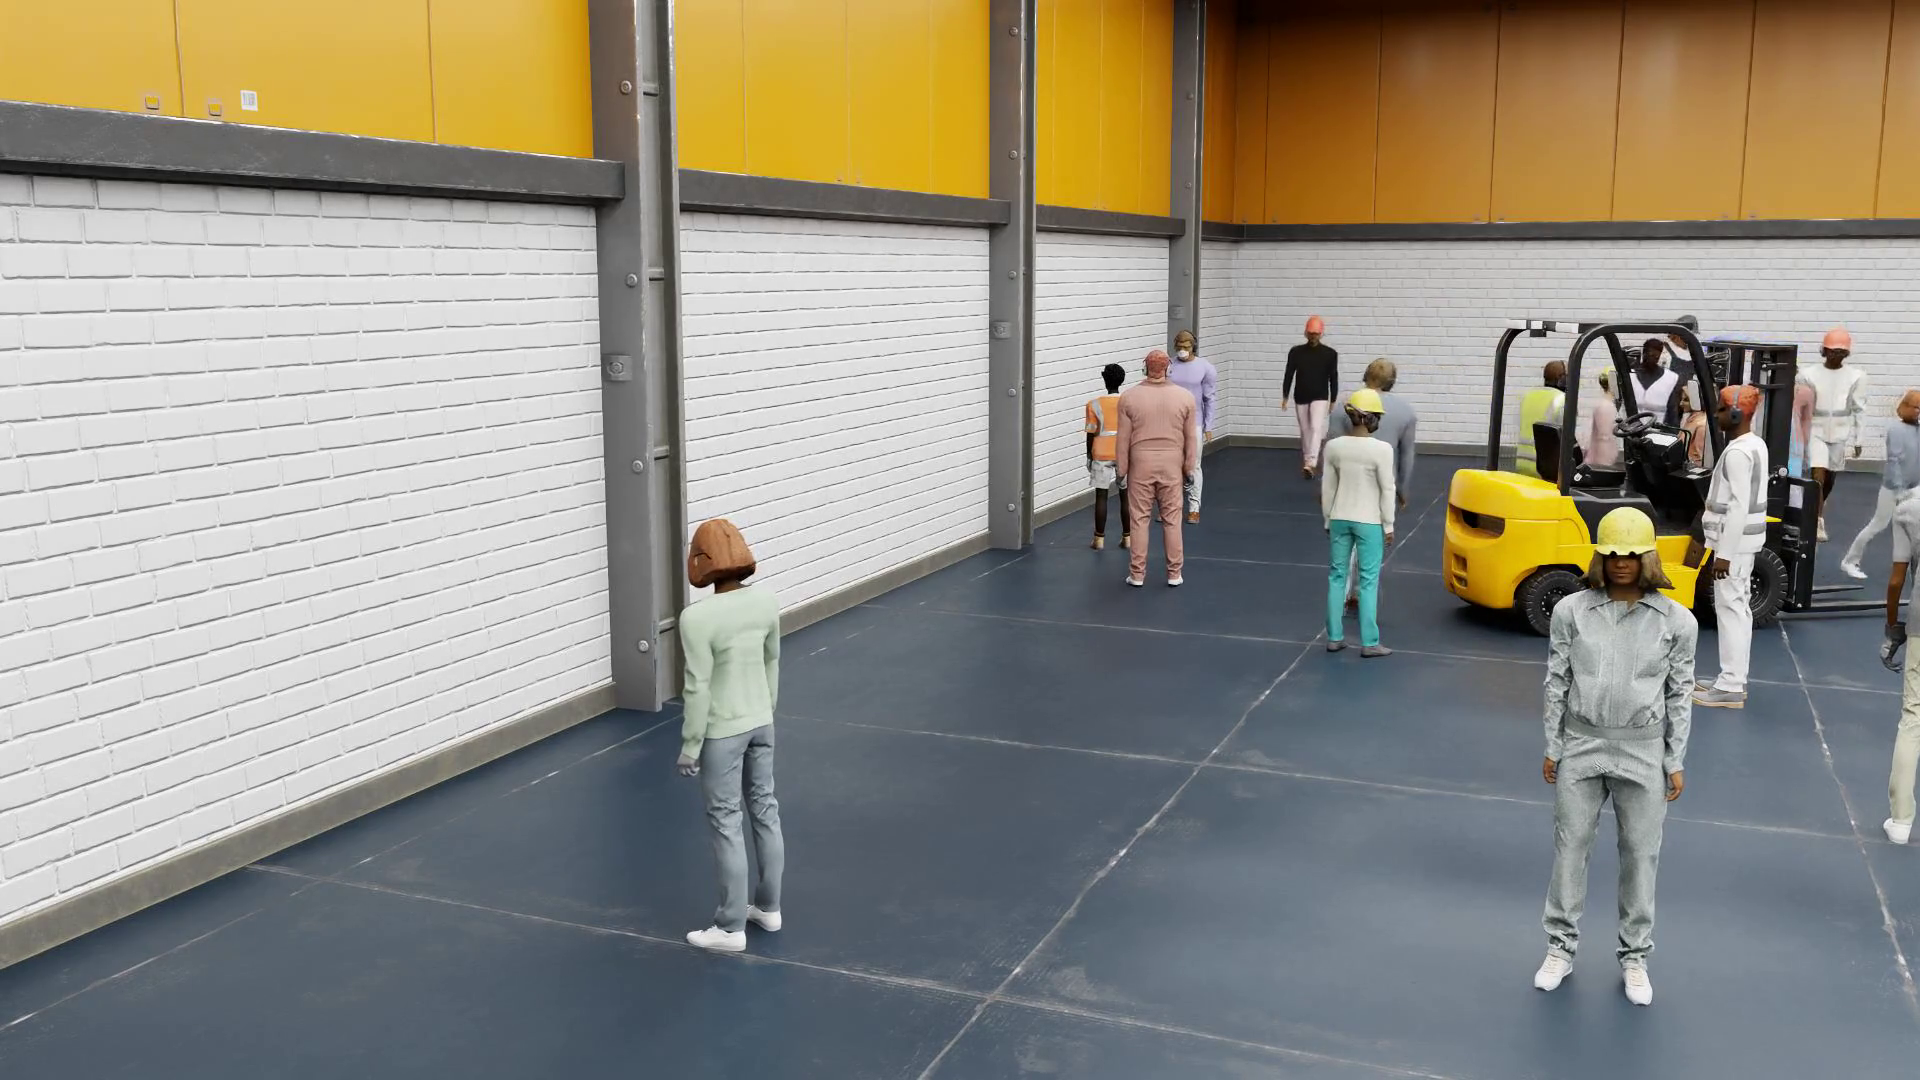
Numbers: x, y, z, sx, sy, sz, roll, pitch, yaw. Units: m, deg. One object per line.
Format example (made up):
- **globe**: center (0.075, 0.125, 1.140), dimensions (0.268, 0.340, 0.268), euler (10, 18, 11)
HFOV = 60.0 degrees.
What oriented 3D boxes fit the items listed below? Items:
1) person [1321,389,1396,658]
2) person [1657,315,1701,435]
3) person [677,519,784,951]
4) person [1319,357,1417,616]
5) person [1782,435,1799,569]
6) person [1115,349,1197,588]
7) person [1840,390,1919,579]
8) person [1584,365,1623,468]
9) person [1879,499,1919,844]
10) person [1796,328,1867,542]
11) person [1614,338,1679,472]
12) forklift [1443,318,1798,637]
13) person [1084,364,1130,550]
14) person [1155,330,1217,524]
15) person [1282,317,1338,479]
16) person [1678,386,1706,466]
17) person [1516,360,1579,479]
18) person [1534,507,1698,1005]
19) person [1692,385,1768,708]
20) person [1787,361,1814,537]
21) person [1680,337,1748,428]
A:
- **person**: center (2.628, -0.110, 10.956), dimensions (0.329, 1.764, 0.524), euler (-9, 13, -44)
- **person**: center (8.163, -1.566, 18.932), dimensions (0.697, 2.000, 0.539), euler (-3, 10, -18)
- **person**: center (-0.867, 0.728, 6.263), dimensions (0.288, 1.633, 0.499), euler (7, 12, 35)
- **person**: center (2.973, -0.381, 12.177), dimensions (0.673, 1.900, 0.444), euler (-1, 9, -7)
- **person**: center (6.729, -0.523, 13.690), dimensions (0.474, 1.678, 0.543), euler (4, 10, 24)
- **person**: center (1.559, -0.568, 13.288), dimensions (0.653, 1.906, 0.405), euler (0, 9, 1)
- **person**: center (7.565, -0.427, 13.409), dimensions (0.499, 1.588, 0.860), euler (-4, 10, -25)
- **person**: center (5.398, -0.628, 14.174), dimensions (0.614, 1.728, 0.547), euler (5, 11, 29)
- **person**: center (4.340, 0.434, 7.313), dimensions (0.514, 1.876, 0.328), euler (7, 11, 35)
- **person**: center (8.222, -1.023, 15.791), dimensions (0.617, 2.003, 1.029), euler (3, 10, 17)
- **person**: center (6.755, -1.065, 16.459), dimensions (0.616, 1.868, 0.921), euler (5, 11, 27)
- **forklift**: center (4.706, -0.497, 11.990), dimensions (2.313, 2.155, 1.214), euler (-2, 10, -10)
- **person**: center (1.384, -0.747, 15.041), dimensions (0.530, 1.689, 0.321), euler (0, 9, -3)
- **person**: center (2.232, -1.127, 16.593), dimensions (0.627, 1.936, 0.371), euler (4, 10, 23)
- **person**: center (4.236, -1.722, 20.175), dimensions (0.621, 1.933, 1.055), euler (4, 10, 24)
- **person**: center (5.855, -0.430, 13.292), dimensions (0.311, 1.632, 0.517), euler (2, 10, 14)
- **person**: center (4.780, -0.543, 13.443), dimensions (0.734, 1.809, 0.634), euler (-4, 10, -23)
- **person**: center (2.281, 0.748, 5.810), dimensions (0.491, 1.744, 0.295), euler (4, 10, 23)
- **person**: center (4.501, 0.035, 9.697), dimensions (0.340, 1.883, 0.586), euler (6, 11, 32)
- **person**: center (7.761, -0.898, 15.720), dimensions (0.527, 1.765, 0.329), euler (0, 9, -2)
- **person**: center (7.166, -0.978, 15.843), dimensions (0.966, 1.896, 0.638), euler (-3, 10, -20)
